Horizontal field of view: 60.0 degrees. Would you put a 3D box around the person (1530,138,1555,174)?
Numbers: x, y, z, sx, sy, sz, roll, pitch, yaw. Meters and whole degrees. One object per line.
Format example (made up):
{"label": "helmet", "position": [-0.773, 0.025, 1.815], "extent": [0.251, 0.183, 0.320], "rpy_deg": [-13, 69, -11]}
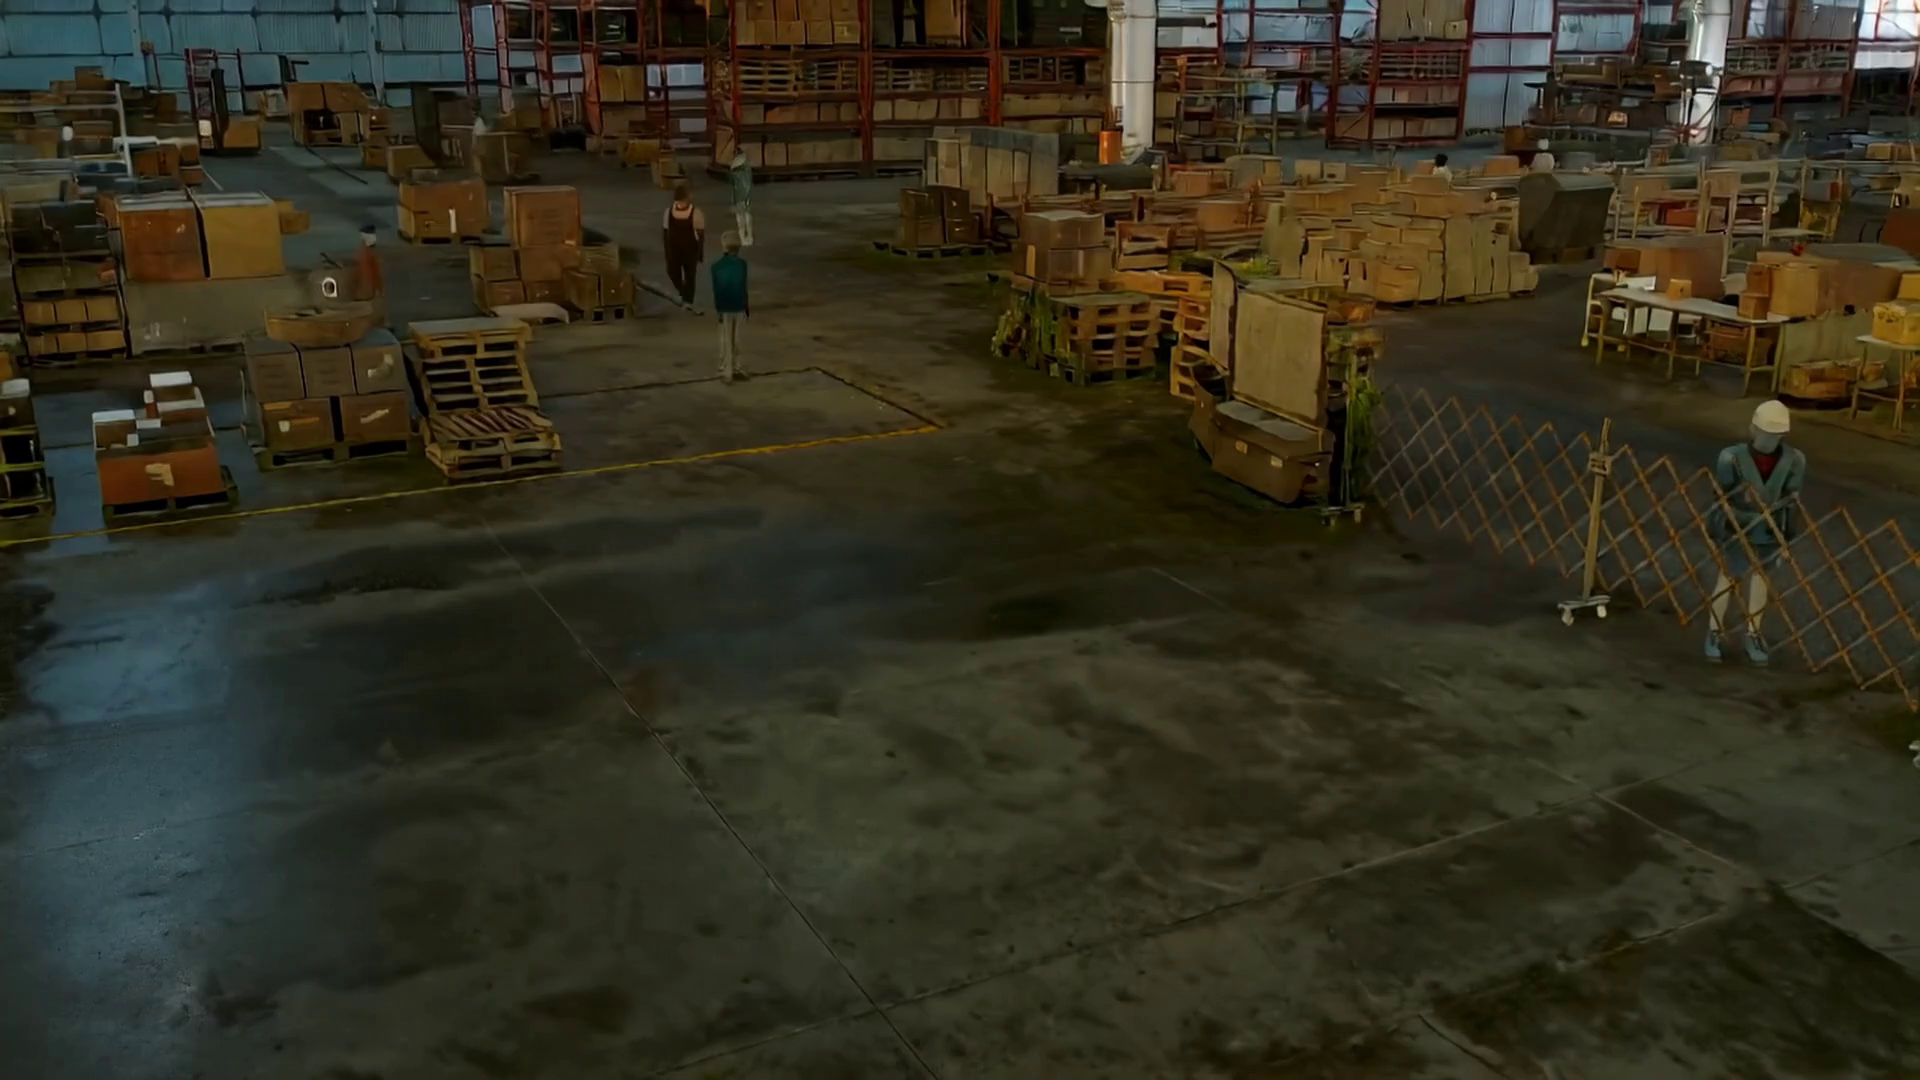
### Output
{"label": "person", "position": [13.620, -8.489, 39.008], "extent": [0.428, 1.821, 0.592], "rpy_deg": [-8, 20, -24]}

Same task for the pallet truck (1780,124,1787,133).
{"label": "pallet truck", "position": [25.206, -12.542, 52.601], "extent": [1.601, 1.201, 0.680], "rpy_deg": [0, 18, -2]}

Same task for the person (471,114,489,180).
{"label": "person", "position": [-13.708, -11.231, 47.555], "extent": [0.528, 1.826, 0.949], "rpy_deg": [-4, 18, -13]}

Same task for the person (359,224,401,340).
{"label": "person", "position": [-8.692, -3.757, 24.392], "extent": [0.702, 1.740, 0.536], "rpy_deg": [-12, 22, -34]}

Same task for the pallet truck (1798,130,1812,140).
{"label": "pallet truck", "position": [25.526, -11.556, 49.408], "extent": [1.630, 1.274, 0.653], "rpy_deg": [-9, 20, -26]}

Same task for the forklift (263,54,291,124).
{"label": "forklift", "position": [-28.533, -19.116, 70.431], "extent": [1.873, 2.768, 1.129], "rpy_deg": [-9, 20, -26]}

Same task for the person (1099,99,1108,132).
{"label": "person", "position": [5.290, -15.201, 59.924], "extent": [0.629, 1.828, 0.477], "rpy_deg": [-6, 19, -19]}

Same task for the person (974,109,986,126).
{"label": "person", "position": [0.565, -12.646, 52.167], "extent": [0.540, 1.696, 0.315], "rpy_deg": [4, 18, 11]}

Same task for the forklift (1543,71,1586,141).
{"label": "forklift", "position": [18.685, -13.231, 52.085], "extent": [1.873, 2.768, 1.129], "rpy_deg": [-9, 20, -26]}

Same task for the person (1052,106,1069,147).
{"label": "person", "position": [3.274, -13.375, 54.512], "extent": [0.535, 1.652, 0.890], "rpy_deg": [14, 23, 38]}

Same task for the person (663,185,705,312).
{"label": "person", "position": [-4.476, -4.738, 26.958], "extent": [0.699, 2.000, 0.605], "rpy_deg": [2, 18, 5]}

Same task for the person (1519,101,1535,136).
{"label": "person", "position": [18.256, -13.163, 53.497], "extent": [1.043, 1.888, 0.643], "rpy_deg": [-3, 18, -9]}

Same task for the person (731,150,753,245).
{"label": "person", "position": [-4.552, -7.106, 34.509], "extent": [0.374, 1.935, 0.552], "rpy_deg": [13, 22, 35]}

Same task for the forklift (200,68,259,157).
{"label": "forklift", "position": [-24.369, -14.147, 54.940], "extent": [1.873, 2.768, 1.129], "rpy_deg": [-9, 20, -26]}

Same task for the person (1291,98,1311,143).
{"label": "person", "position": [12.374, -15.158, 60.140], "extent": [0.673, 1.614, 0.503], "rpy_deg": [-2, 18, -6]}

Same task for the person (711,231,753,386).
{"label": "person", "position": [-2.966, -3.032, 21.711], "extent": [0.383, 1.996, 0.609], "rpy_deg": [13, 22, 35]}

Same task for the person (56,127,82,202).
{"label": "person", "position": [-22.189, -9.299, 41.387], "extent": [0.862, 1.902, 0.654], "rpy_deg": [-15, 23, -39]}

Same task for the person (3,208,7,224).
{"label": "person", "position": [-18.404, -6.154, 31.701], "extent": [0.842, 1.841, 0.532], "rpy_deg": [11, 21, 31]}

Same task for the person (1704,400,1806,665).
{"label": "person", "position": [5.880, -0.045, 12.340], "extent": [0.605, 2.034, 0.397], "rpy_deg": [4, 18, 11]}

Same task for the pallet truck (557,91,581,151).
{"label": "pallet truck", "position": [-13.495, -14.412, 57.188], "extent": [0.823, 1.965, 1.885], "rpy_deg": [-3, 18, -9]}

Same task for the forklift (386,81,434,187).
{"label": "forklift", "position": [-14.730, -11.128, 45.527], "extent": [1.873, 2.768, 1.129], "rpy_deg": [-9, 20, -26]}

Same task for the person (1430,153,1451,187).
{"label": "person", "position": [10.523, -7.703, 36.790], "extent": [0.756, 1.667, 0.547], "rpy_deg": [-8, 19, -23]}
